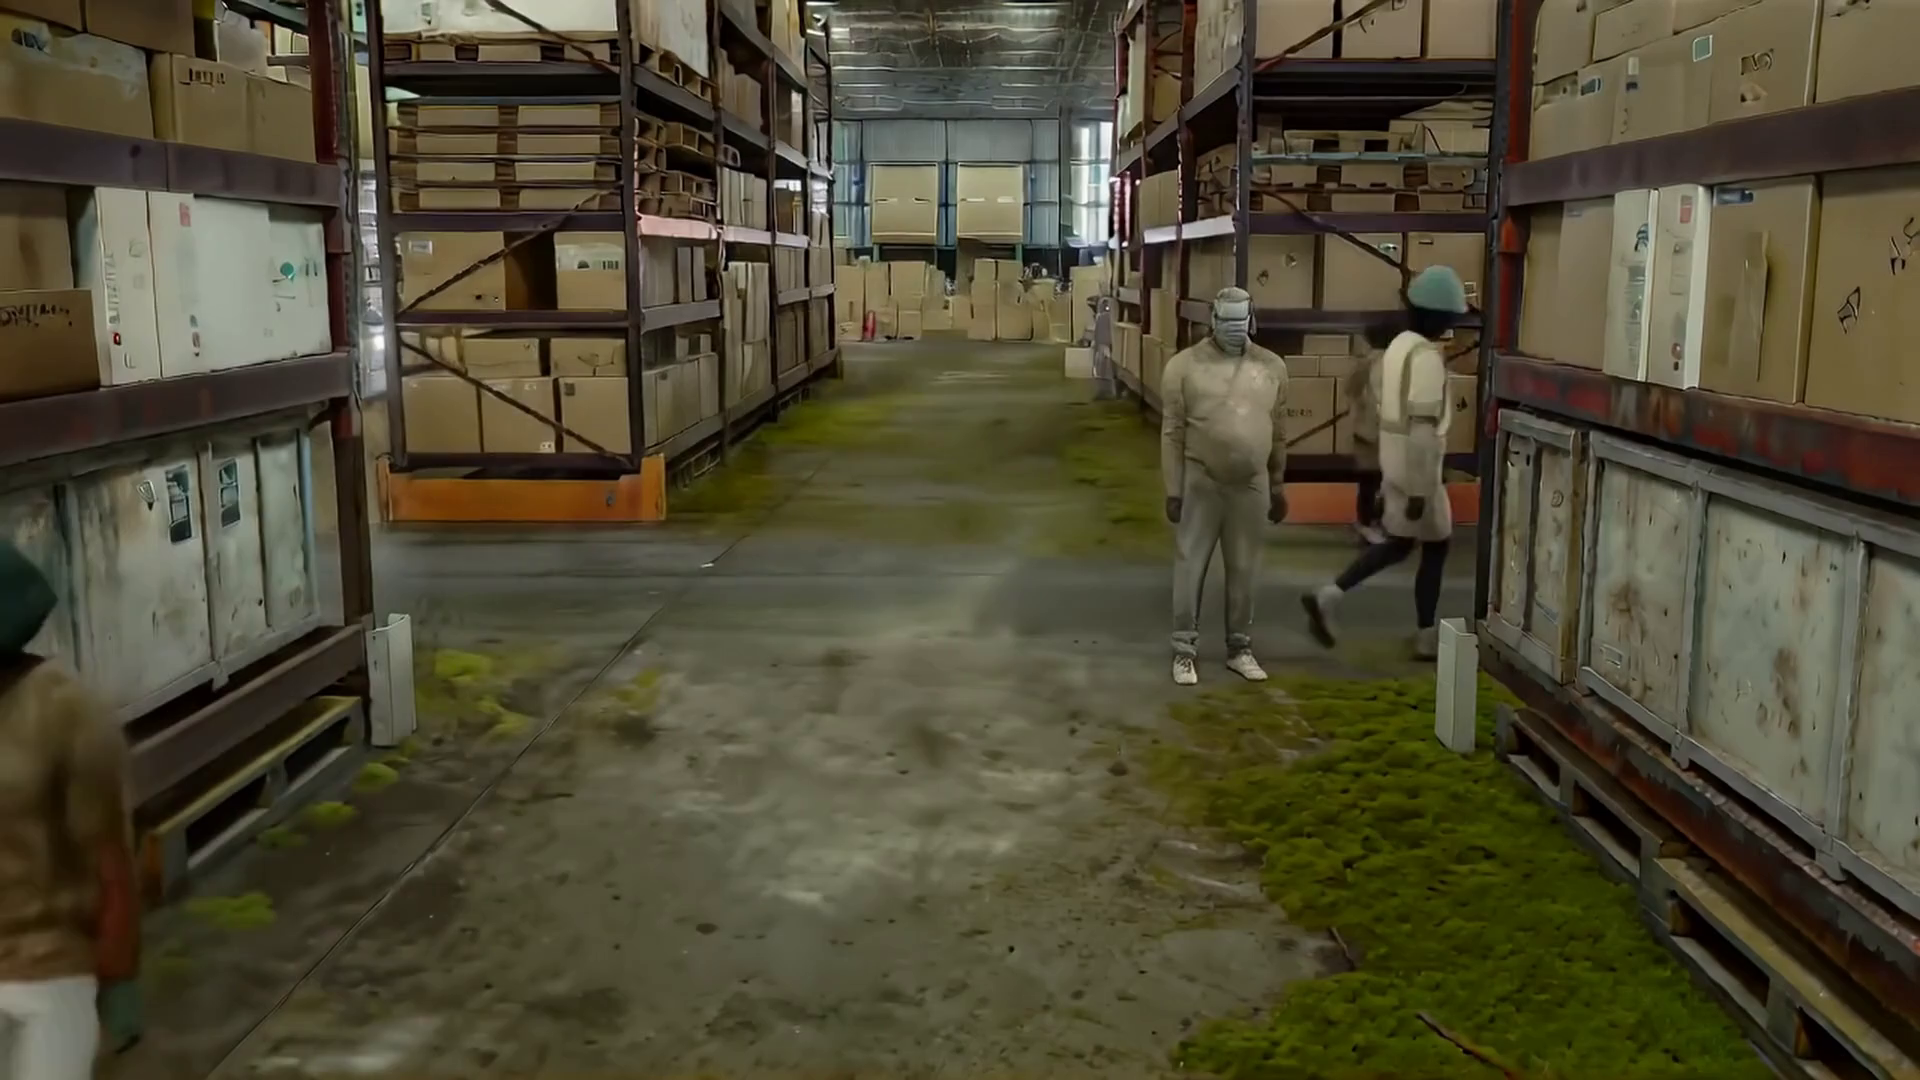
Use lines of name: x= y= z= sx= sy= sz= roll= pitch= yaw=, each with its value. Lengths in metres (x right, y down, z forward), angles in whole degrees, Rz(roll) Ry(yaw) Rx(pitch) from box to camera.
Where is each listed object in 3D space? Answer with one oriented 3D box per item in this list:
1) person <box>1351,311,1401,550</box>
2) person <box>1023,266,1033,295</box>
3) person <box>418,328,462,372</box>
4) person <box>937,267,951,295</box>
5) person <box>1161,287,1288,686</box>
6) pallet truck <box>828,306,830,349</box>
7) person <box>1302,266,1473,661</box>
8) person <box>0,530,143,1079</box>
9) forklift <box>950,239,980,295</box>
person: x=2.928 y=-0.751 z=11.611 sx=0.367 sy=1.683 sz=0.554 roll=0 pitch=9 yaw=-2
person: x=2.417 y=-8.904 z=59.814 sx=0.385 sy=1.911 sz=0.663 roll=-2 pitch=10 yaw=-12
person: x=-7.936 y=-3.120 z=25.389 sx=0.639 sy=1.827 sz=0.439 roll=0 pitch=9 yaw=2
person: x=-0.372 y=-7.899 z=53.870 sx=0.904 sy=1.903 sz=0.645 roll=-1 pitch=10 yaw=-8
person: x=1.282 y=-0.251 z=7.994 sx=0.642 sy=1.905 sz=0.401 roll=-2 pitch=10 yaw=-11
pallet truck: x=-3.100 y=-3.940 z=29.800 sx=1.885 sy=1.965 sz=0.823 roll=3 pitch=10 yaw=19
person: x=2.188 y=-0.353 z=8.296 sx=0.799 sy=2.011 sz=0.631 roll=-1 pitch=10 yaw=-6
person: x=-1.633 y=0.756 z=2.798 sx=0.508 sy=1.621 sz=0.352 roll=3 pitch=10 yaw=19
forklift: x=0.254 y=-8.962 z=57.245 sx=1.873 sy=2.768 sz=1.129 roll=8 pitch=12 yaw=40
